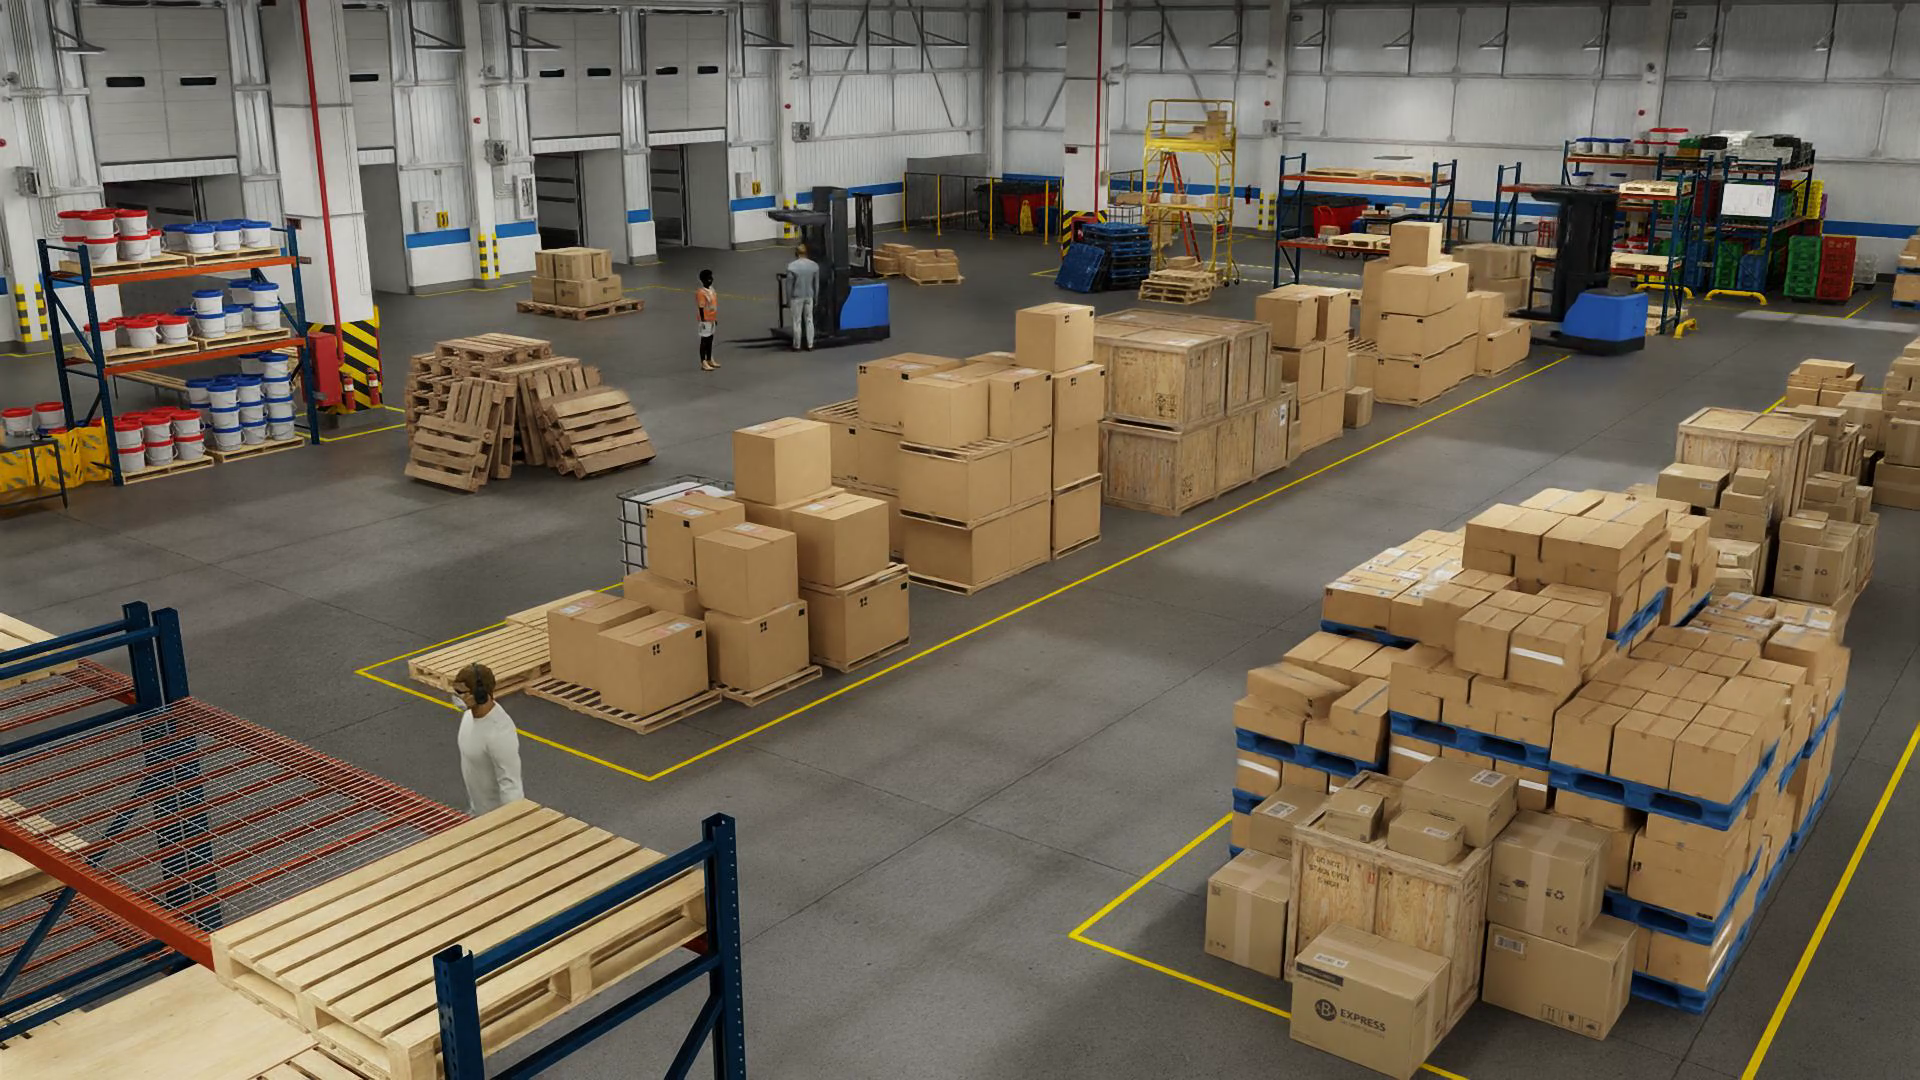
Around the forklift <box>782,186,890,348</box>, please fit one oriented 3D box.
[{"bbox_3d":[-2.326,-5.038,30.458,1.873,2.768,1.129,-9,19,-28],"label":"forklift"}]

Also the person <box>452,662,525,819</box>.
[{"bbox_3d":[-2.788,1.641,9.945,0.371,1.939,0.629,-10,20,-30],"label":"person"}]

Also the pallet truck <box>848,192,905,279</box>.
[{"bbox_3d":[-1.936,-7.159,38.982,1.885,1.965,0.823,-12,21,-34],"label":"pallet truck"}]

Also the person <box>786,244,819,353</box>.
[{"bbox_3d":[-2.807,-4.306,29.665,0.640,1.927,0.389,-9,19,-28],"label":"person"}]

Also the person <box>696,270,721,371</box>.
[{"bbox_3d":[-4.260,-3.718,28.103,0.318,1.697,0.535,5,17,15],"label":"person"}]

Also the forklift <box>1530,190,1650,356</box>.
[{"bbox_3d":[11.275,-4.813,29.712,1.129,2.768,1.873,-13,21,-36],"label":"forklift"}]
